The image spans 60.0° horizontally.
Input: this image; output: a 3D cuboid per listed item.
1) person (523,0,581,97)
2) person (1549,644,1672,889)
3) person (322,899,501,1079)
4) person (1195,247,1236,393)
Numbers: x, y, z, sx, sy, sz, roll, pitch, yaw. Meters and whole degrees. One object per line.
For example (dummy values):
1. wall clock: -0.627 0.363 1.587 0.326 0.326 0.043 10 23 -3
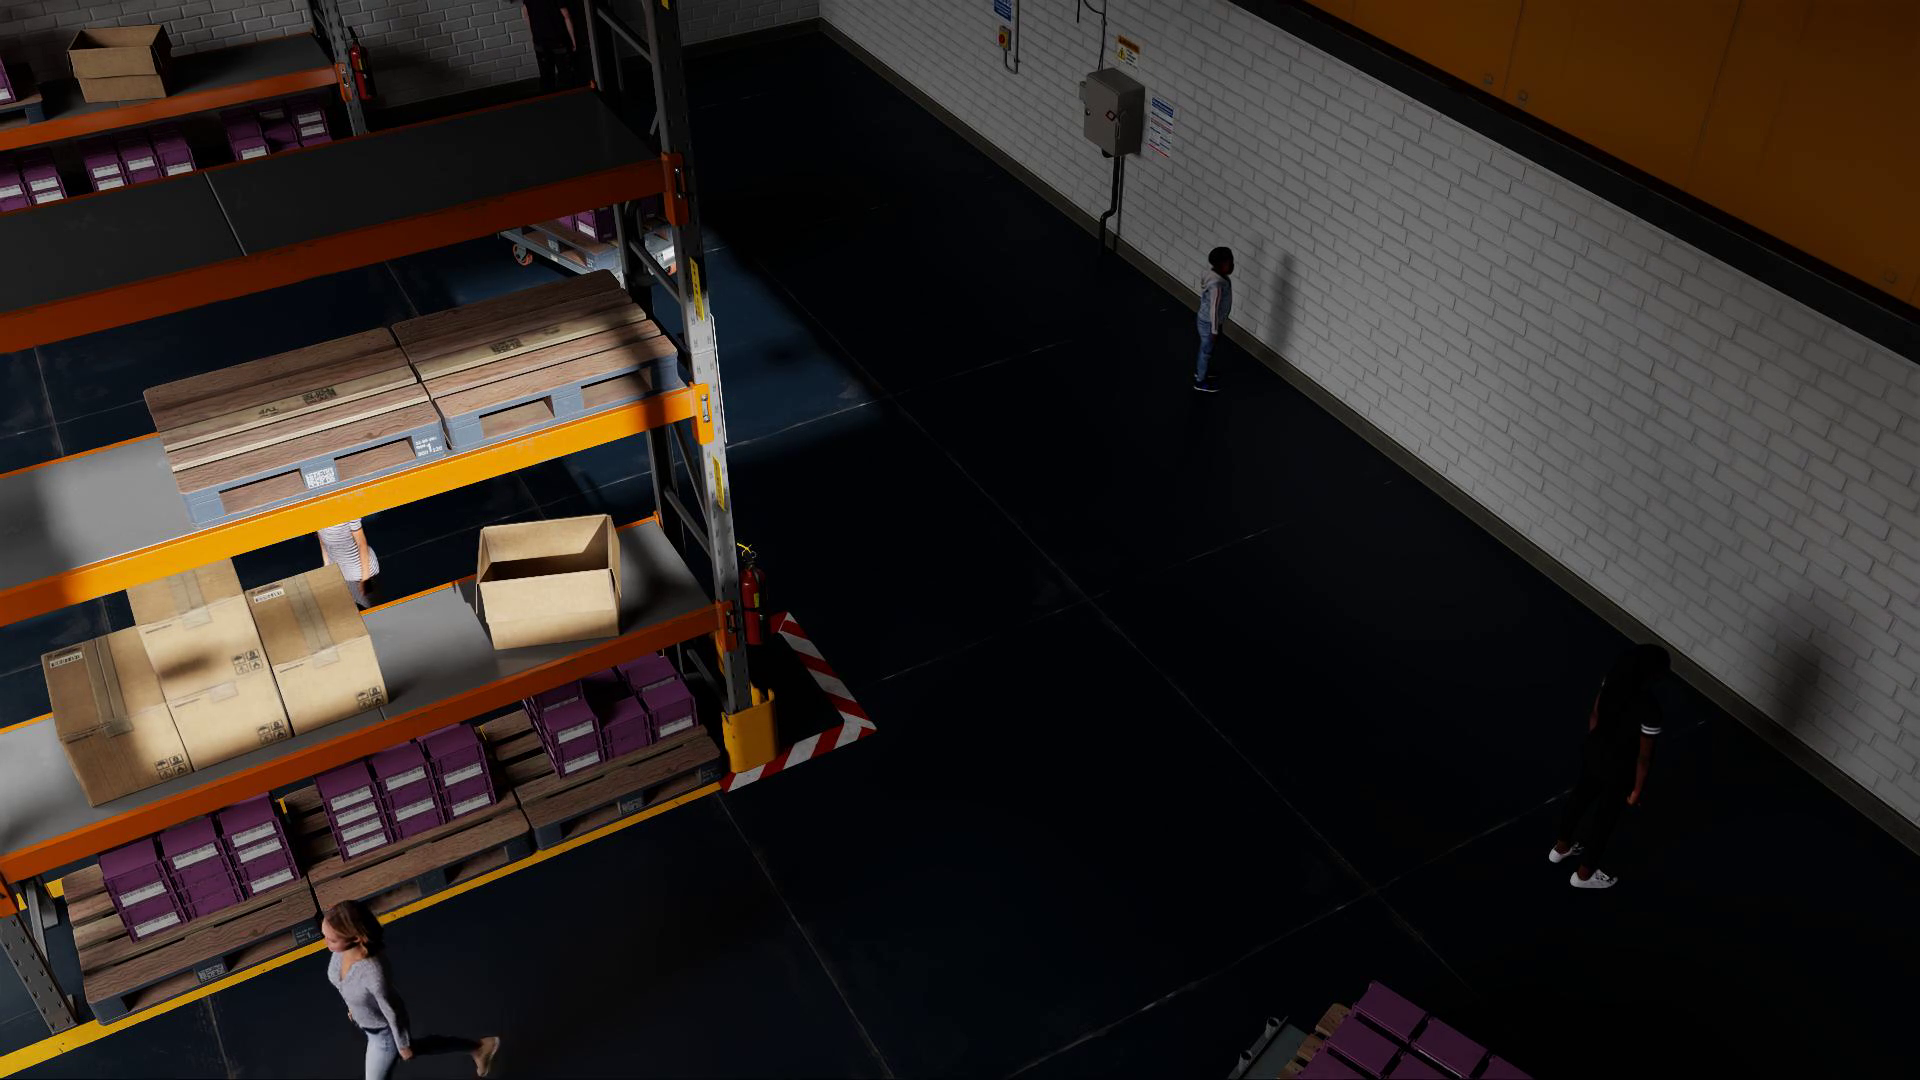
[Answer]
1. person: -4.208 -5.163 17.169 0.795 1.846 0.828 13 40 16
2. person: 3.631 1.237 9.249 0.613 1.729 0.656 -11 40 -14
3. person: -2.671 2.259 7.935 1.075 1.771 0.687 -27 46 -29
4. person: 2.036 -1.804 13.434 0.608 1.258 0.557 5 39 7
